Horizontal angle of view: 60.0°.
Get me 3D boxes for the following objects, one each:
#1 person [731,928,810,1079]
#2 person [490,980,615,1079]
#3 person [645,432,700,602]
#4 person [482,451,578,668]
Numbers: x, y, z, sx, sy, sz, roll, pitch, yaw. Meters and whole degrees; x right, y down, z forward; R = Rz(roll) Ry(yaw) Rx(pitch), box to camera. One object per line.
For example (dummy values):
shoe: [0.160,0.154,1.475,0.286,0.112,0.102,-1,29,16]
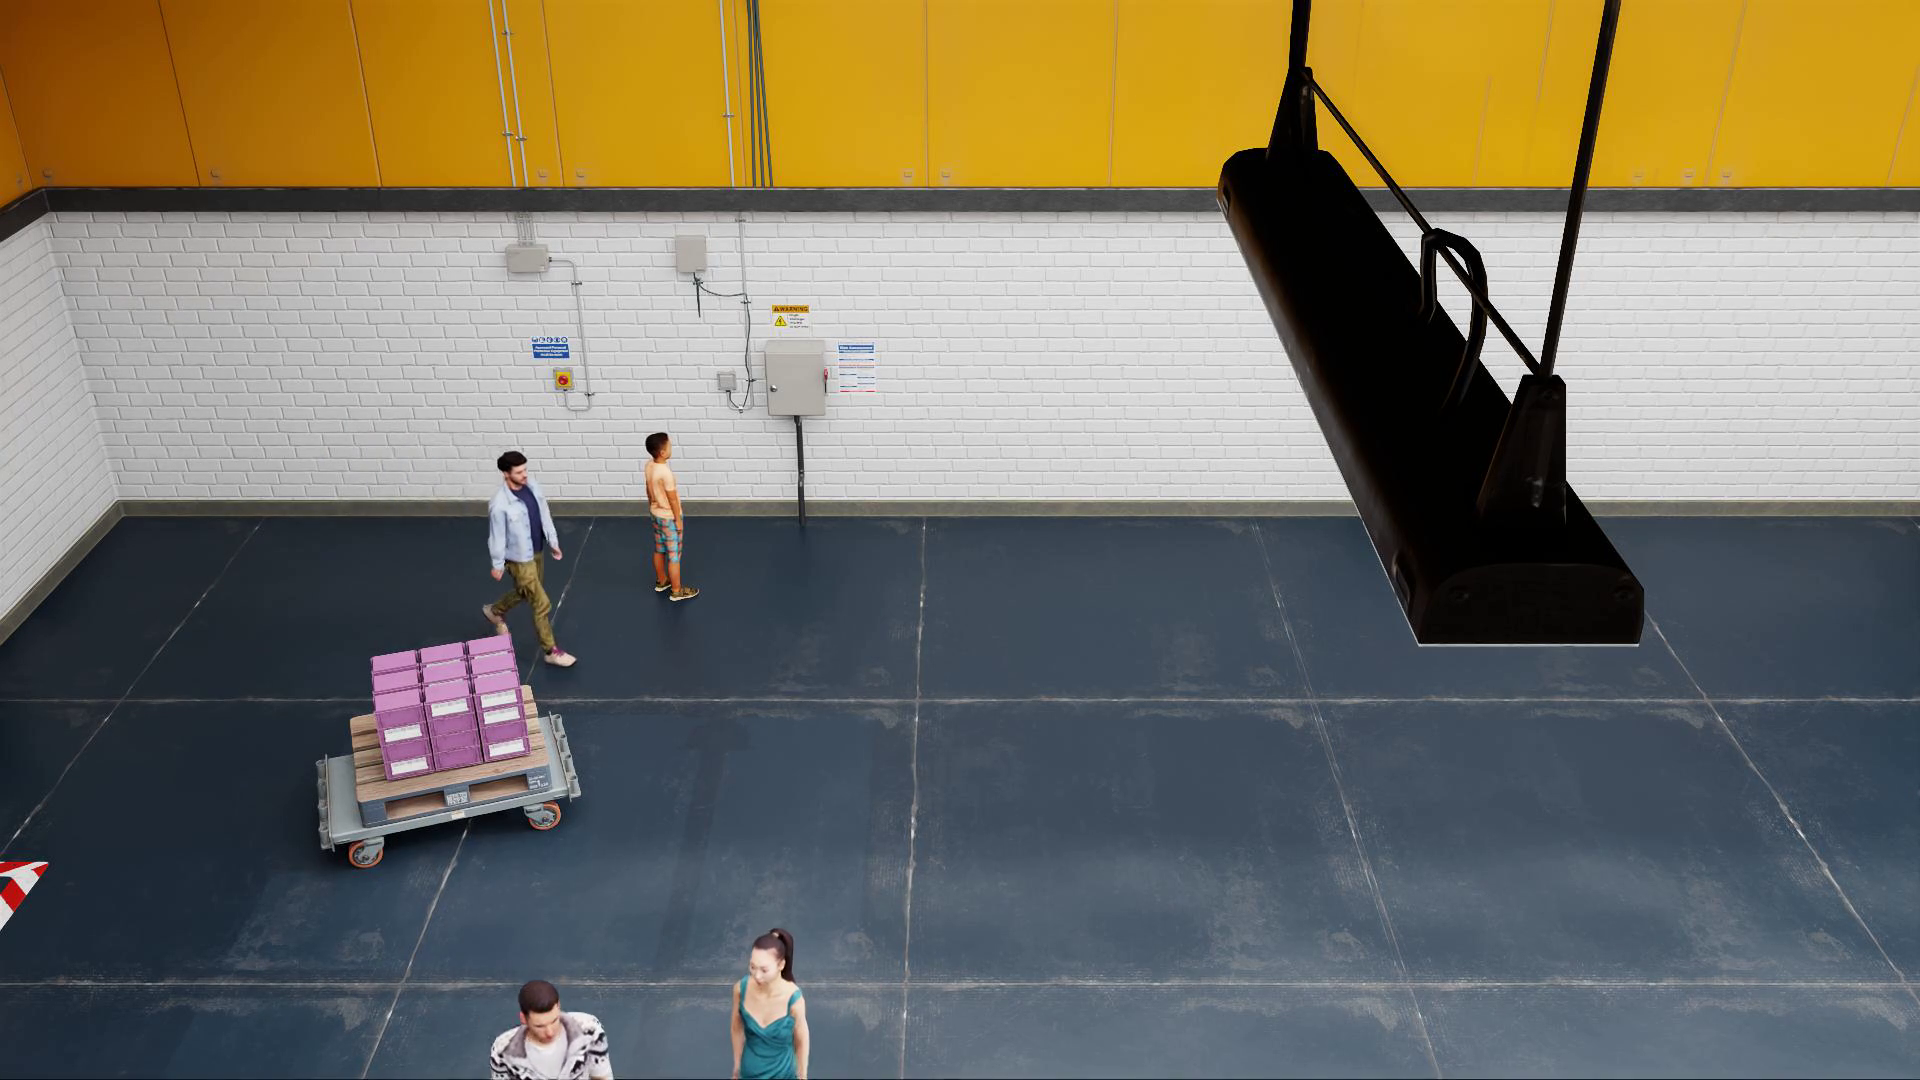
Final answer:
person: [-0.914,2.611,8.189,0.605,1.688,0.572,9,30,15]
person: [-1.915,2.700,7.869,0.887,1.839,0.981,-13,31,-22]
person: [-2.408,-0.206,13.590,0.661,1.461,0.597,-24,37,-37]
person: [-3.391,0.109,12.684,1.032,1.777,1.196,10,30,18]
